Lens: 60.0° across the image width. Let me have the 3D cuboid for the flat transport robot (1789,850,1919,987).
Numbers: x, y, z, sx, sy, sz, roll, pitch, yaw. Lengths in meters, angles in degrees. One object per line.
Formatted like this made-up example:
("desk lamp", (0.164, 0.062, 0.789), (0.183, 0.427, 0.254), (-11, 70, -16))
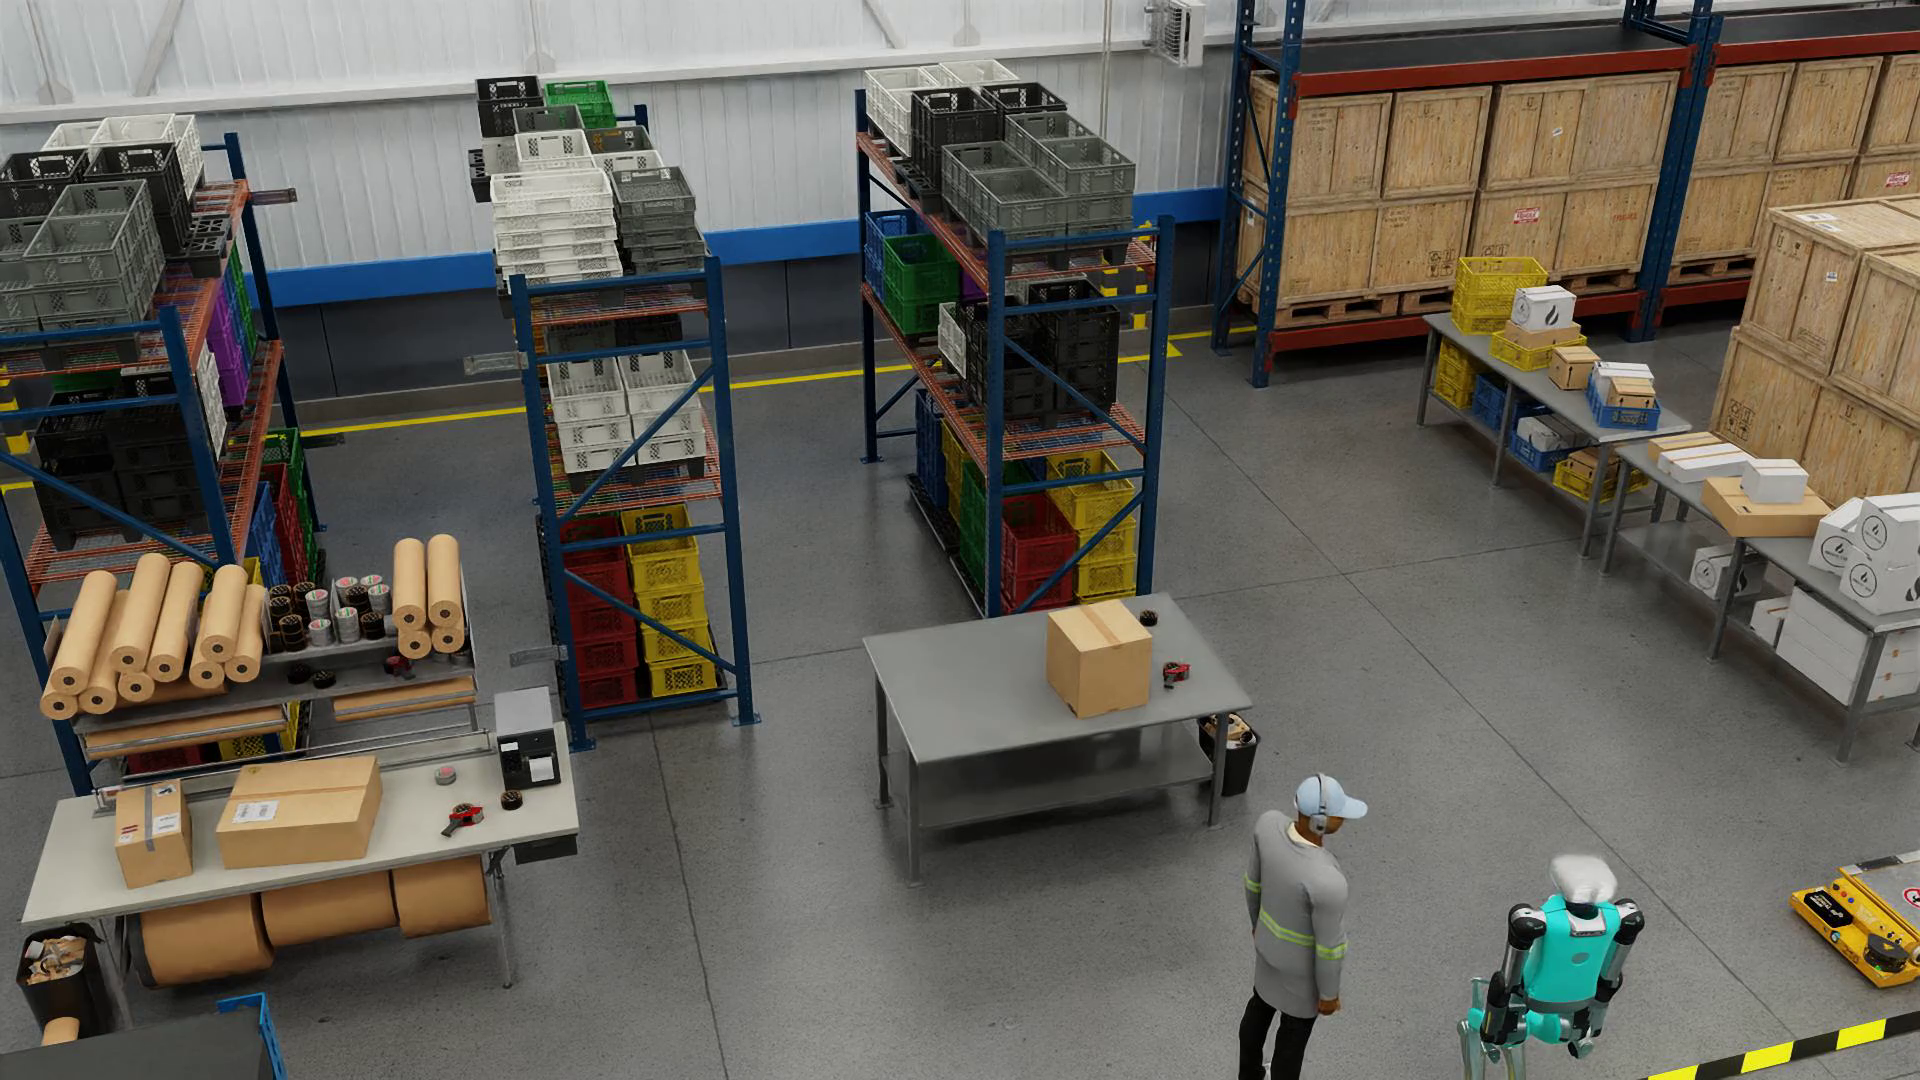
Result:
("flat transport robot", (5.163, 1.916, 8.676), (1.431, 0.231, 0.659), (-8, 30, -14))

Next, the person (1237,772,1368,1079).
("person", (1.480, 1.787, 7.267), (0.388, 1.849, 0.596), (-13, 31, -22))

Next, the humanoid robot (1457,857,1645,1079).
("humanoid robot", (2.401, 1.896, 7.046), (0.533, 1.679, 0.735), (-2, 29, -4))
